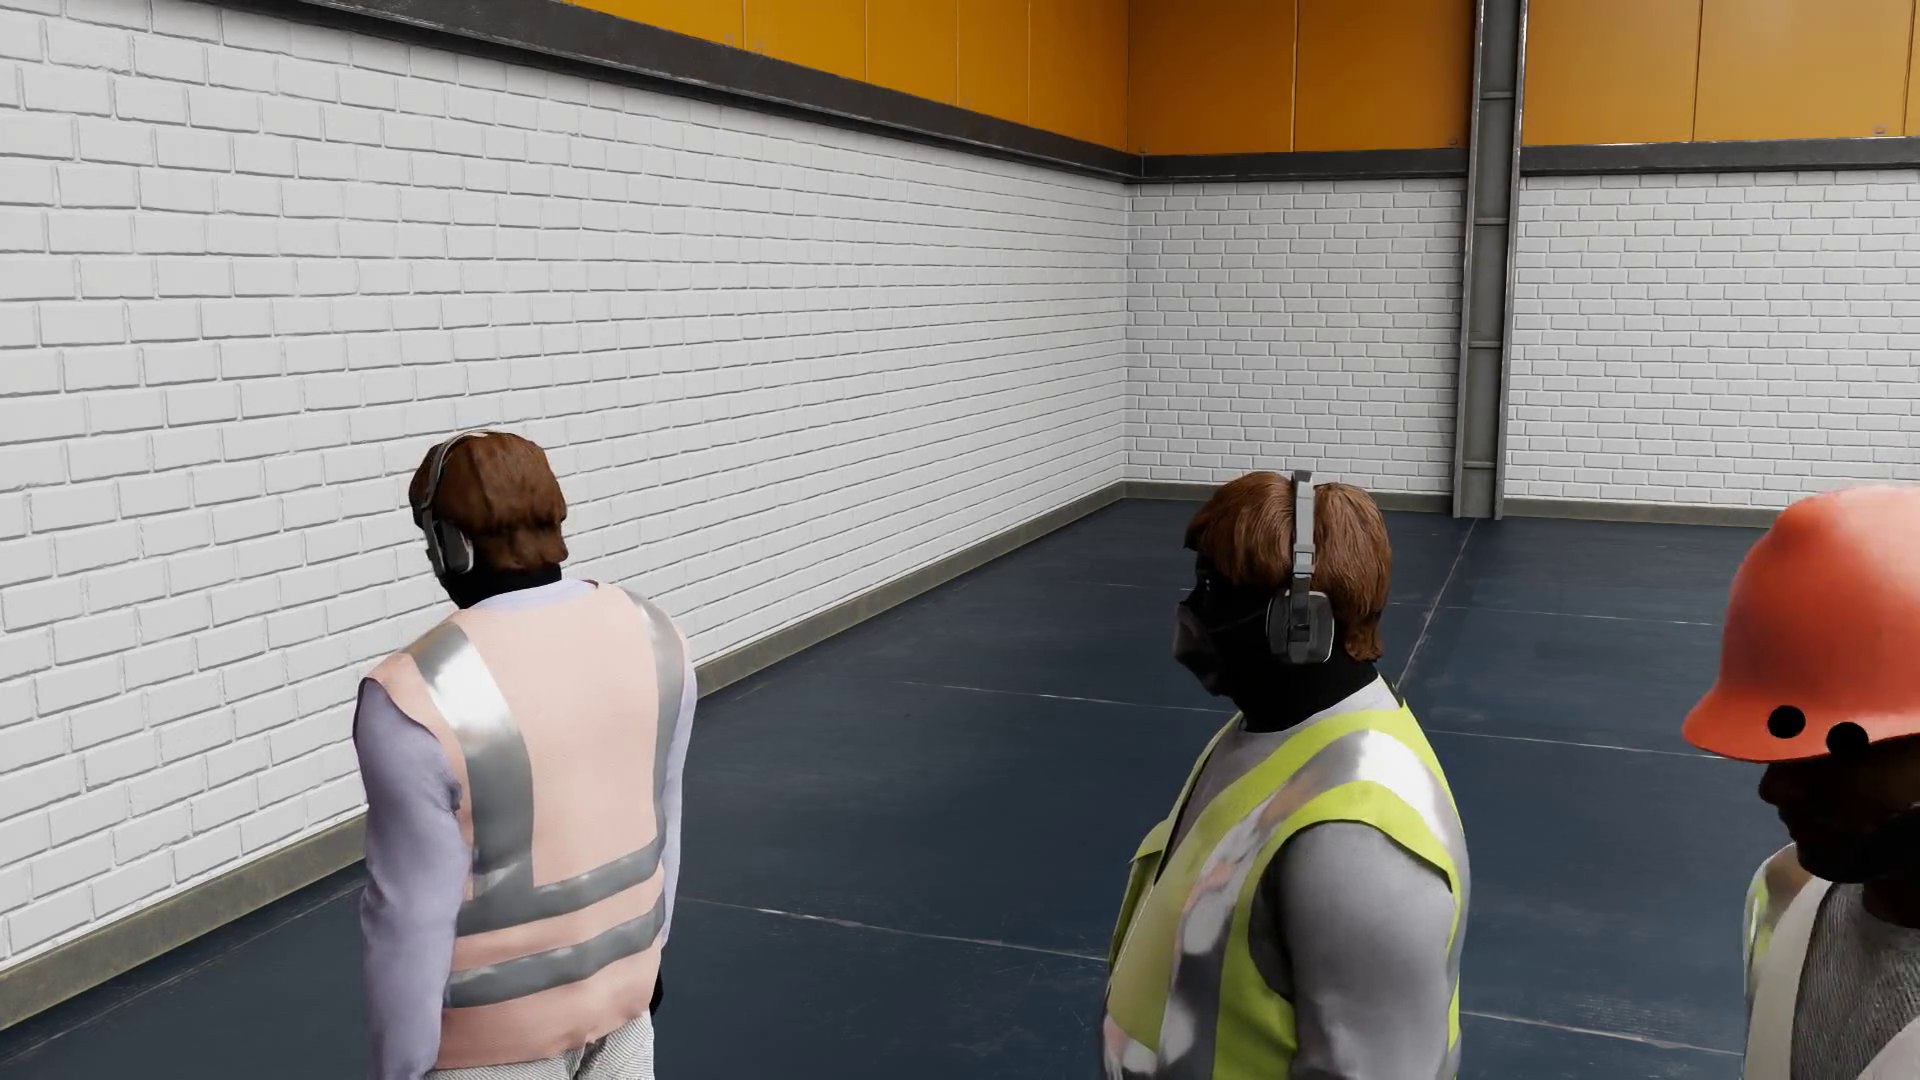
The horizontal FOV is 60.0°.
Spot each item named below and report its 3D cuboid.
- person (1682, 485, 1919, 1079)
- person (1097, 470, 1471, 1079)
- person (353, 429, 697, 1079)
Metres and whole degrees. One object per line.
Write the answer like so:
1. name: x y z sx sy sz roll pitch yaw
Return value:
1. person: 0.880 0.896 1.462 0.581 1.902 0.555 0 9 -2
2. person: 0.383 0.829 2.074 0.429 1.845 0.621 0 9 3
3. person: -0.699 0.741 2.651 0.429 1.838 0.621 6 11 32
